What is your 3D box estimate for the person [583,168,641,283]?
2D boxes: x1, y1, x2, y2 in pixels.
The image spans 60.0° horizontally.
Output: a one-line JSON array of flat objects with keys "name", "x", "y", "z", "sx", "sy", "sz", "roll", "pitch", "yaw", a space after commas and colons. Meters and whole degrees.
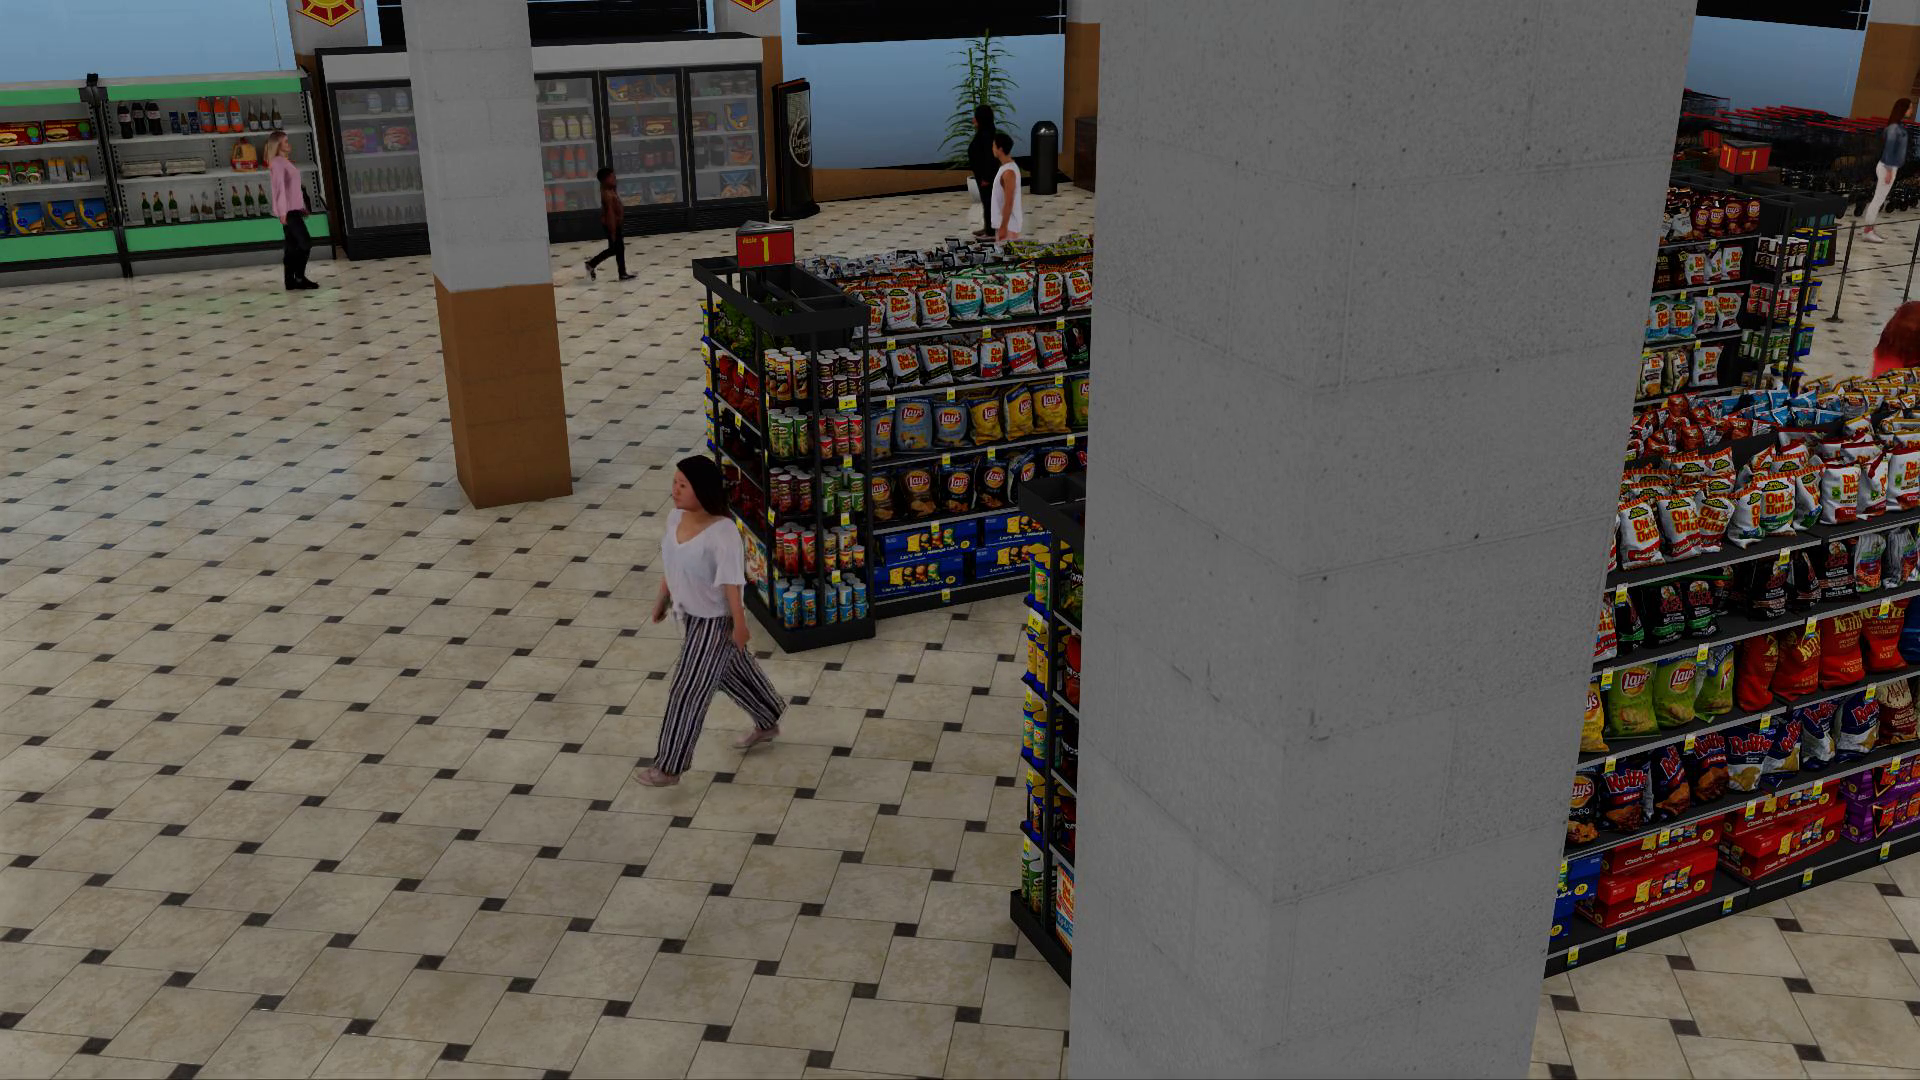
[{"name": "person", "x": -3.825, "y": -3.391, "z": 17.998, "sx": 0.866, "sy": 1.242, "sz": 0.656, "roll": -4, "pitch": 22, "yaw": -10}]

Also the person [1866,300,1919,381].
[{"name": "person", "x": 5.589, "y": -0.546, "z": 10.161, "sx": 0.941, "sy": 1.805, "sz": 0.673, "roll": -12, "pitch": 25, "yaw": -28}]

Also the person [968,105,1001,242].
[{"name": "person", "x": 0.318, "y": -4.437, "z": 20.101, "sx": 0.745, "sy": 1.614, "sz": 0.741, "roll": -1, "pitch": 22, "yaw": -4}]

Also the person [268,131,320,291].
[{"name": "person", "x": -7.203, "y": -3.478, "z": 17.630, "sx": 0.656, "sy": 1.677, "sz": 0.652, "roll": -5, "pitch": 22, "yaw": -12}]

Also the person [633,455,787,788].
[{"name": "person", "x": -1.154, "y": 0.369, "z": 8.116, "sx": 1.180, "sy": 1.631, "sz": 0.789, "roll": -14, "pitch": 26, "yaw": -31}]

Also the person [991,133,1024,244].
[{"name": "person", "x": 0.485, "y": -3.201, "z": 16.797, "sx": 0.727, "sy": 1.784, "sz": 0.725, "roll": 2, "pitch": 22, "yaw": 4}]

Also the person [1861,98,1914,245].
[{"name": "person", "x": 11.165, "y": -4.459, "z": 20.040, "sx": 0.750, "sy": 1.700, "sz": 0.622, "roll": 15, "pitch": 26, "yaw": 32}]
